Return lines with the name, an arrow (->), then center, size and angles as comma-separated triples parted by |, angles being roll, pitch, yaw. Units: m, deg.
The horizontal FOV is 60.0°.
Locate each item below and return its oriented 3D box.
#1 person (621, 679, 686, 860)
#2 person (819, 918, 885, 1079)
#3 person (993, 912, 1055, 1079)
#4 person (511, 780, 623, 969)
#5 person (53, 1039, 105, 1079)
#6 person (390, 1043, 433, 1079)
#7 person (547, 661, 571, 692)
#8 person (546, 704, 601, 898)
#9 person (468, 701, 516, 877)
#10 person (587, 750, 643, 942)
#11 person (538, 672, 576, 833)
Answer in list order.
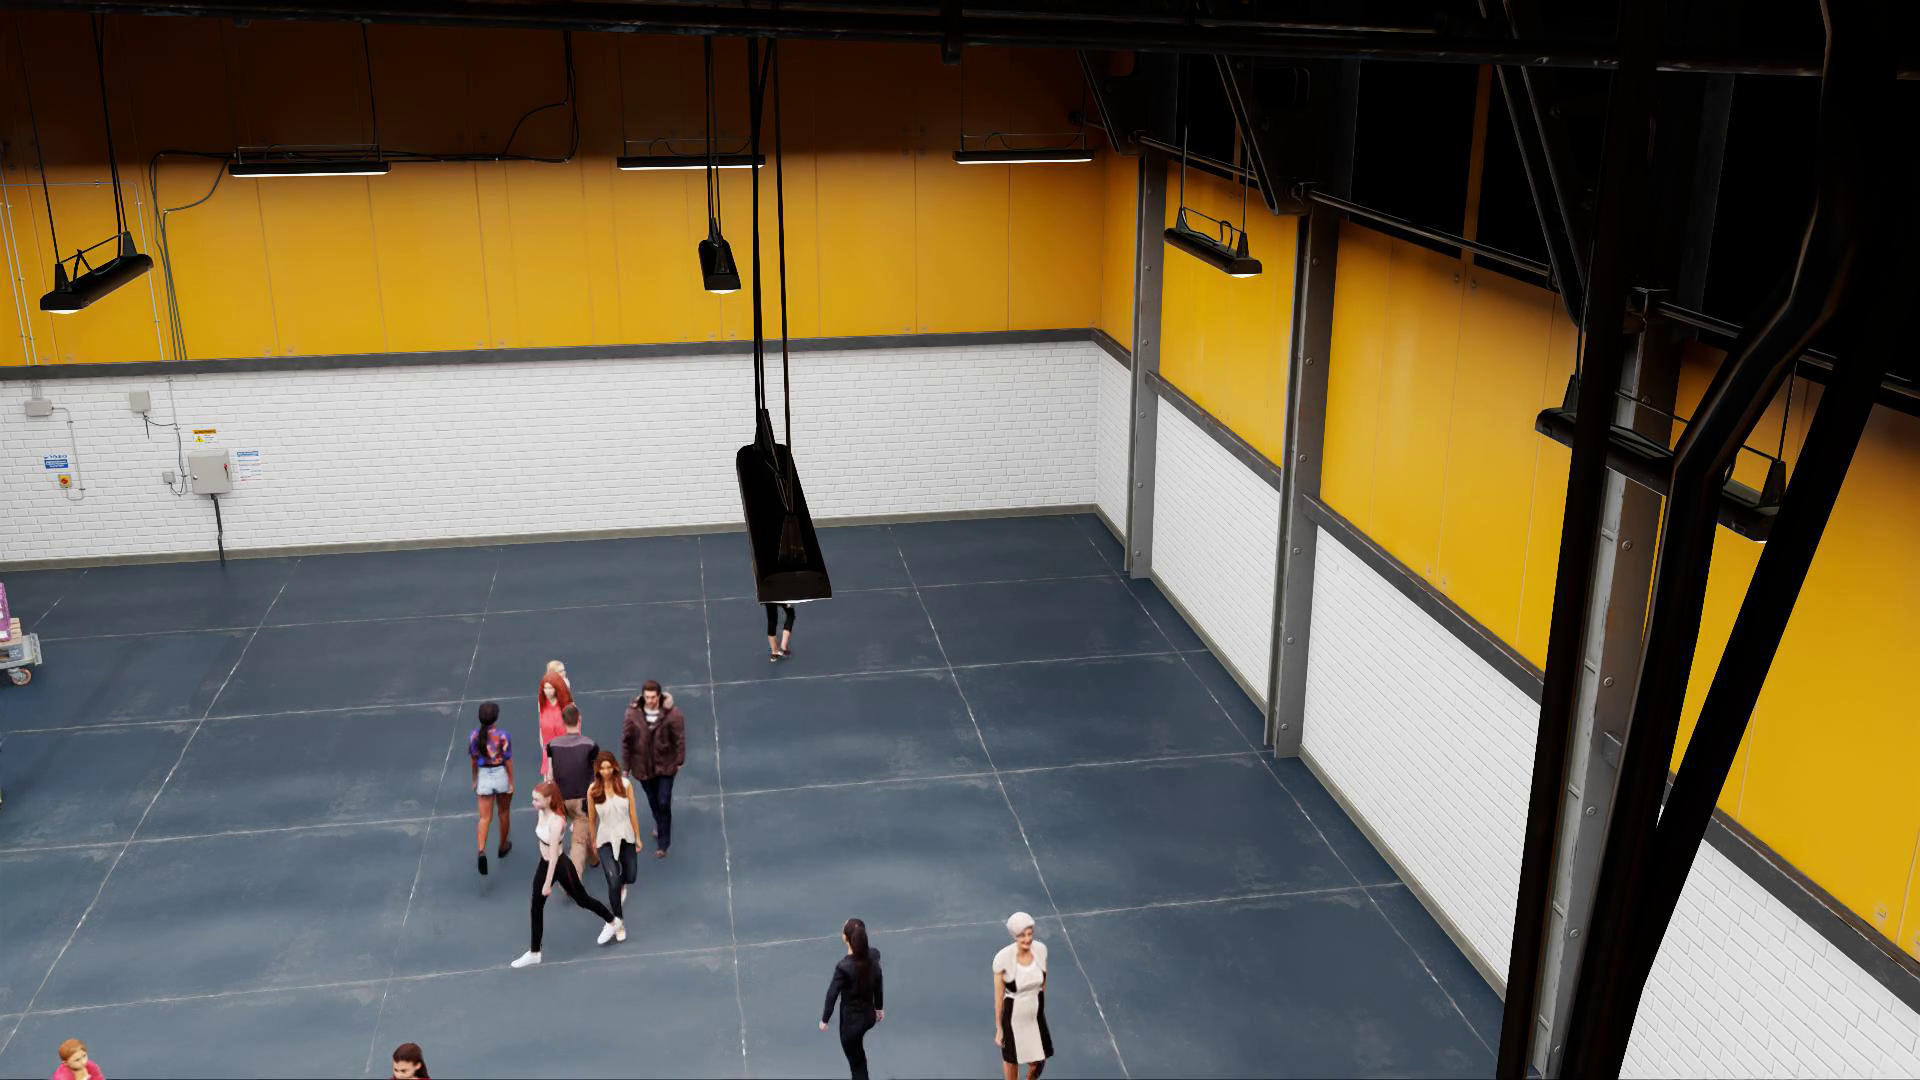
person -> -3.028, 2.202, 16.564 | 0.946, 1.798, 1.208 | 2, 19, 5
person -> -0.705, 3.643, 12.441 | 0.786, 1.698, 0.734 | 14, 23, 37
person -> 0.421, 3.570, 12.588 | 0.670, 1.743, 0.703 | -6, 20, -18
person -> -3.450, 2.904, 14.636 | 1.049, 1.698, 1.265 | -13, 22, -33
person -> -6.220, 4.091, 11.752 | 0.861, 1.289, 0.911 | 7, 20, 20
person -> -3.698, 4.087, 11.352 | 0.551, 1.551, 0.610 | -2, 19, -6
person -> -4.416, 1.907, 18.281 | 0.779, 1.261, 0.770 | 8, 20, 23
person -> -3.648, 2.498, 15.708 | 1.001, 1.783, 1.284 | 4, 19, 12
person -> -4.531, 2.411, 16.069 | 0.717, 1.719, 1.079 | 0, 19, 0
person -> -3.130, 2.702, 15.124 | 0.688, 1.769, 0.996 | -6, 19, -16
person -> -3.970, 2.127, 16.782 | 0.767, 1.802, 0.951 | 2, 19, 6
